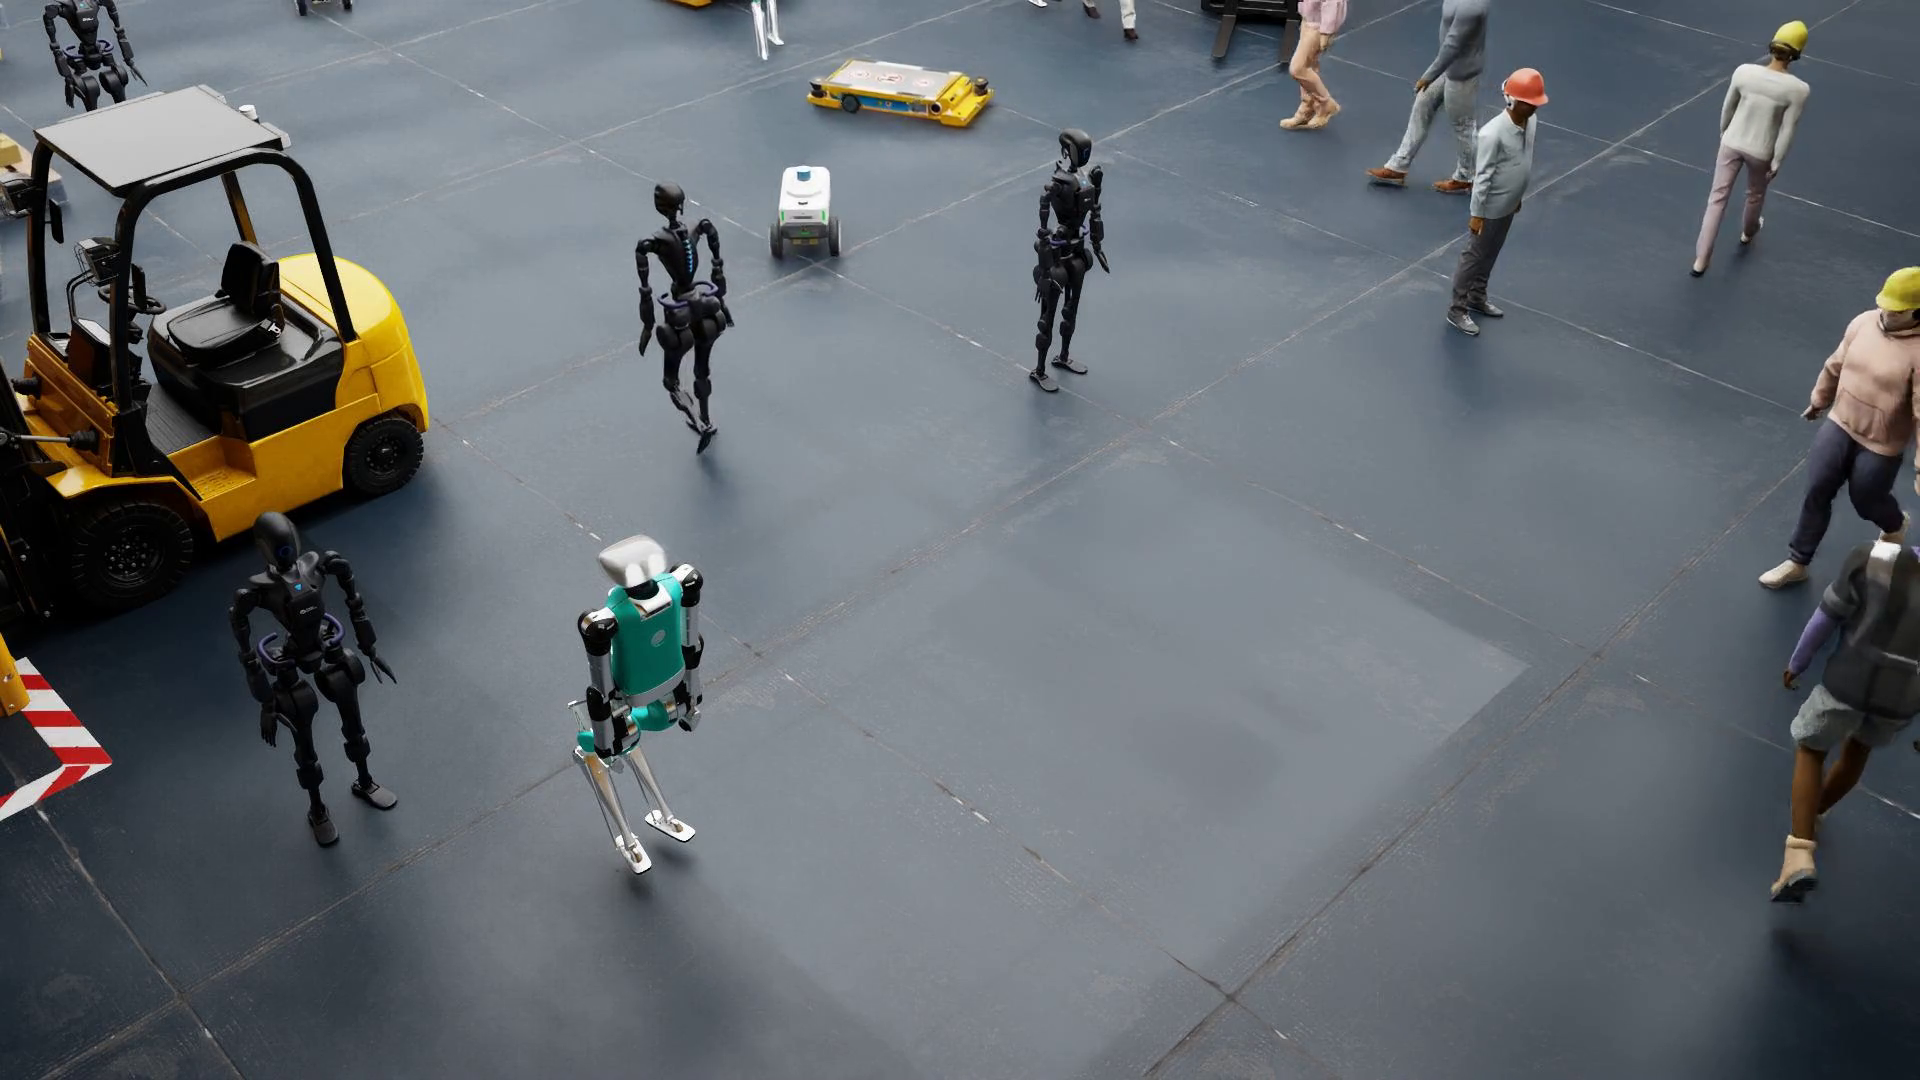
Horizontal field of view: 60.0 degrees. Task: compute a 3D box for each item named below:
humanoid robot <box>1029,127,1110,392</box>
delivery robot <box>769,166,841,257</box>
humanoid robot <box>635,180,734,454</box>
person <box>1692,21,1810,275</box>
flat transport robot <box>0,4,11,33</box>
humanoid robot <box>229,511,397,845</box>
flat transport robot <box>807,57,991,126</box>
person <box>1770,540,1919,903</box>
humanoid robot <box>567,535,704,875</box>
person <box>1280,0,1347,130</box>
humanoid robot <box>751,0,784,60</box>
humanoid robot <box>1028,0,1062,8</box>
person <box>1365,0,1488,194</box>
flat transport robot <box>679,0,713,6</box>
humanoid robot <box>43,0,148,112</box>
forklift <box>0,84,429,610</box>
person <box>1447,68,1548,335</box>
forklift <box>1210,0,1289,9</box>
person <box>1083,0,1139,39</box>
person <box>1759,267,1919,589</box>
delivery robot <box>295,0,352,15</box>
[{"bbox_3d":[0.658,-1.720,10.111,0.599,1.657,0.315,-31,47,-34],"label":"humanoid robot"},{"bbox_3d":[-1.109,-2.382,11.953,0.499,0.602,0.806,-1,37,-1],"label":"delivery robot"},{"bbox_3d":[-1.523,-1.266,9.517,0.596,1.639,0.505,-26,44,-30],"label":"humanoid robot"},{"bbox_3d":[5.457,-2.722,11.435,0.529,1.711,0.936,24,43,28],"label":"person"},{"bbox_3d":[-9.310,-4.412,14.902,1.431,0.231,0.659,25,44,30],"label":"flat transport robot"},{"bbox_3d":[-2.728,0.563,7.056,0.599,1.655,0.315,-31,47,-34],"label":"humanoid robot"},{"bbox_3d":[-0.514,-3.797,14.079,1.431,0.231,0.659,13,39,16],"label":"flat transport robot"},{"bbox_3d":[3.689,0.639,6.693,0.657,2.004,0.852,14,39,18],"label":"person"},{"bbox_3d":[-1.392,0.612,6.839,0.533,1.677,0.735,-31,47,-34],"label":"humanoid robot"},{"bbox_3d":[2.839,-4.100,13.229,0.466,1.766,0.551,-2,37,-3],"label":"person"},{"bbox_3d":[-1.748,-5.193,14.735,0.545,1.818,0.703,-14,39,-18],"label":"humanoid robot"},{"bbox_3d":[0.763,-5.880,15.529,0.533,1.677,0.735,-31,47,-34],"label":"humanoid robot"},{"bbox_3d":[3.519,-3.454,12.260,0.931,1.891,0.615,3,37,4],"label":"person"},{"bbox_3d":[-2.320,-5.643,16.550,0.659,0.231,1.431,27,45,32],"label":"flat transport robot"},{"bbox_3d":[-6.502,-3.544,12.552,0.599,1.657,0.314,-31,47,-34],"label":"humanoid robot"},{"bbox_3d":[-4.145,-1.093,8.856,2.313,2.155,1.214,-31,47,-34],"label":"forklift"},{"bbox_3d":[3.469,-2.180,10.673,0.571,1.749,0.340,-31,47,-34],"label":"person"},{"bbox_3d":[3.106,-6.400,15.960,1.214,2.155,2.313,8,37,10],"label":"forklift"},{"bbox_3d":[1.402,-5.518,15.171,0.571,1.724,1.013,-10,38,-13],"label":"person"},{"bbox_3d":[4.685,-0.562,8.443,0.820,1.832,0.834,-16,40,-20],"label":"person"},{"bbox_3d":[-6.187,-5.406,16.003,0.499,0.606,0.808,-15,39,-19],"label":"delivery robot"}]
